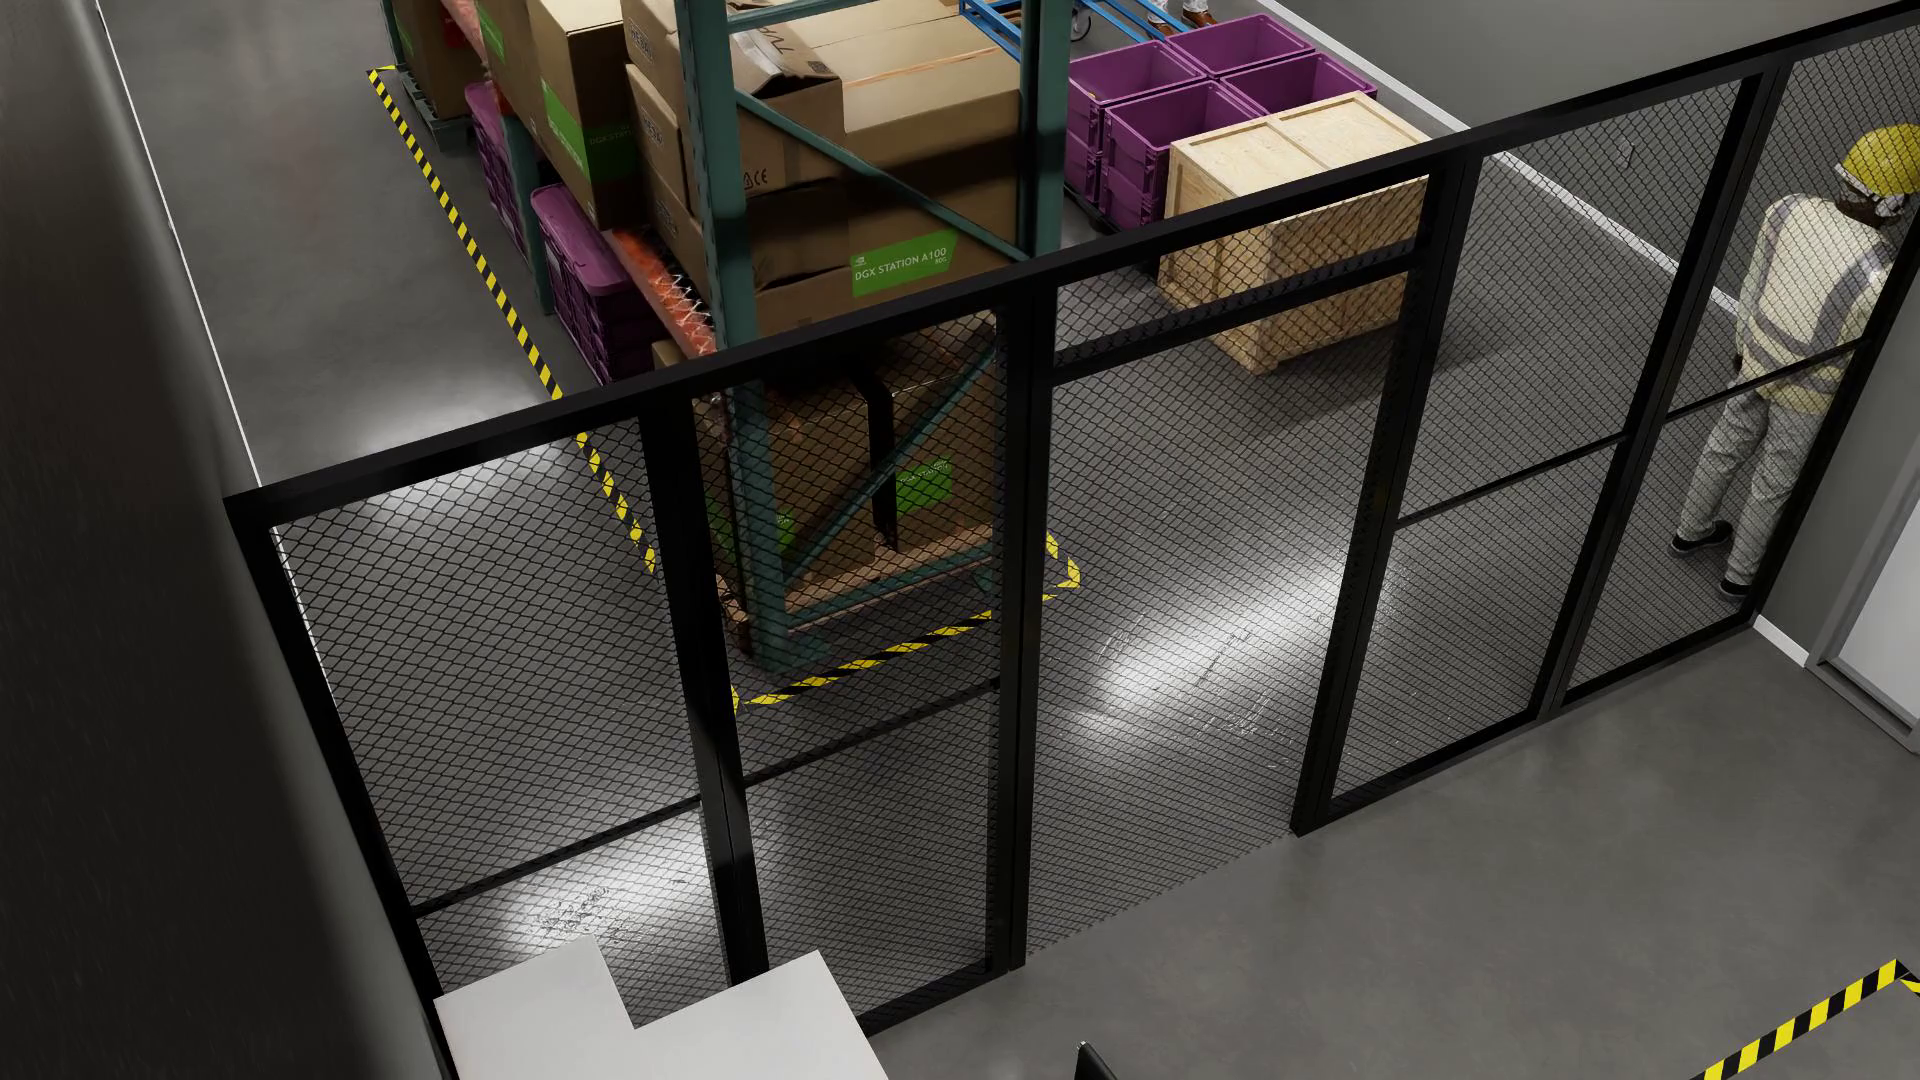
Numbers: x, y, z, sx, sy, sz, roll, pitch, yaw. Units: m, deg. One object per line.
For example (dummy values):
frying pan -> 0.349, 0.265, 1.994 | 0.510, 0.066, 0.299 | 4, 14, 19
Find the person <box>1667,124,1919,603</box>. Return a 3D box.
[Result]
person -> 2.856, -0.569, 5.645 | 0.404, 1.833, 0.590 | -14, 44, -15

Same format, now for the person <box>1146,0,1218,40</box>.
person -> 1.271, -3.627, 8.913 | 0.629, 1.940, 0.372 | -22, 47, -22
